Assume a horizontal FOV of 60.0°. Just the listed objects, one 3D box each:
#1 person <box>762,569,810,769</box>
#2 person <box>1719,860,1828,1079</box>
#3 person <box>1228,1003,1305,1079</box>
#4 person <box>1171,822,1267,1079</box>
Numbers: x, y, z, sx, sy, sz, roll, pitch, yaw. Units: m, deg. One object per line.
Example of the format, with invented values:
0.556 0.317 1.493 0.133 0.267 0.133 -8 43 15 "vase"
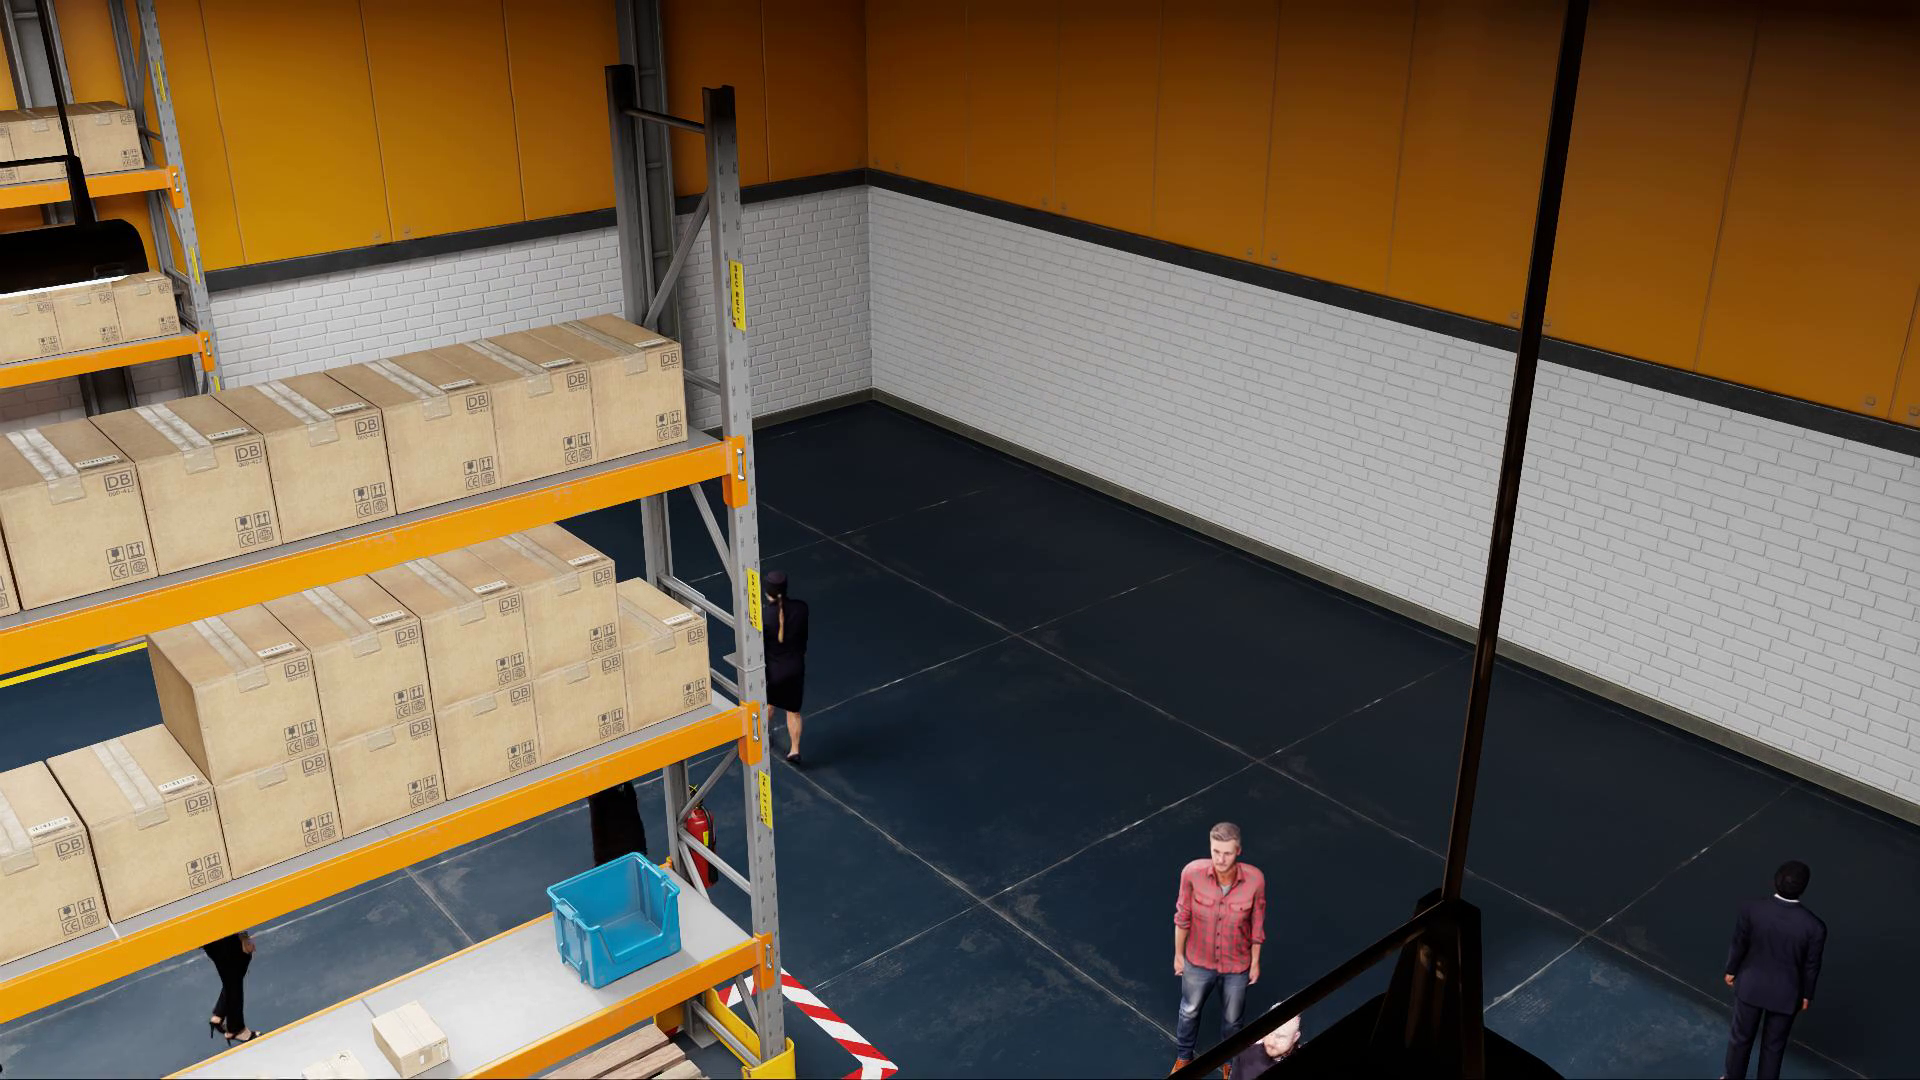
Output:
-1.394 1.071 13.331 0.973 1.643 0.899 -11 26 -23 "person"
4.707 2.617 9.691 0.693 1.727 0.650 14 27 29 "person"
1.650 3.067 8.561 0.820 1.806 1.036 17 29 33 "person"
1.536 2.466 9.907 0.757 1.830 0.787 4 24 9 "person"
